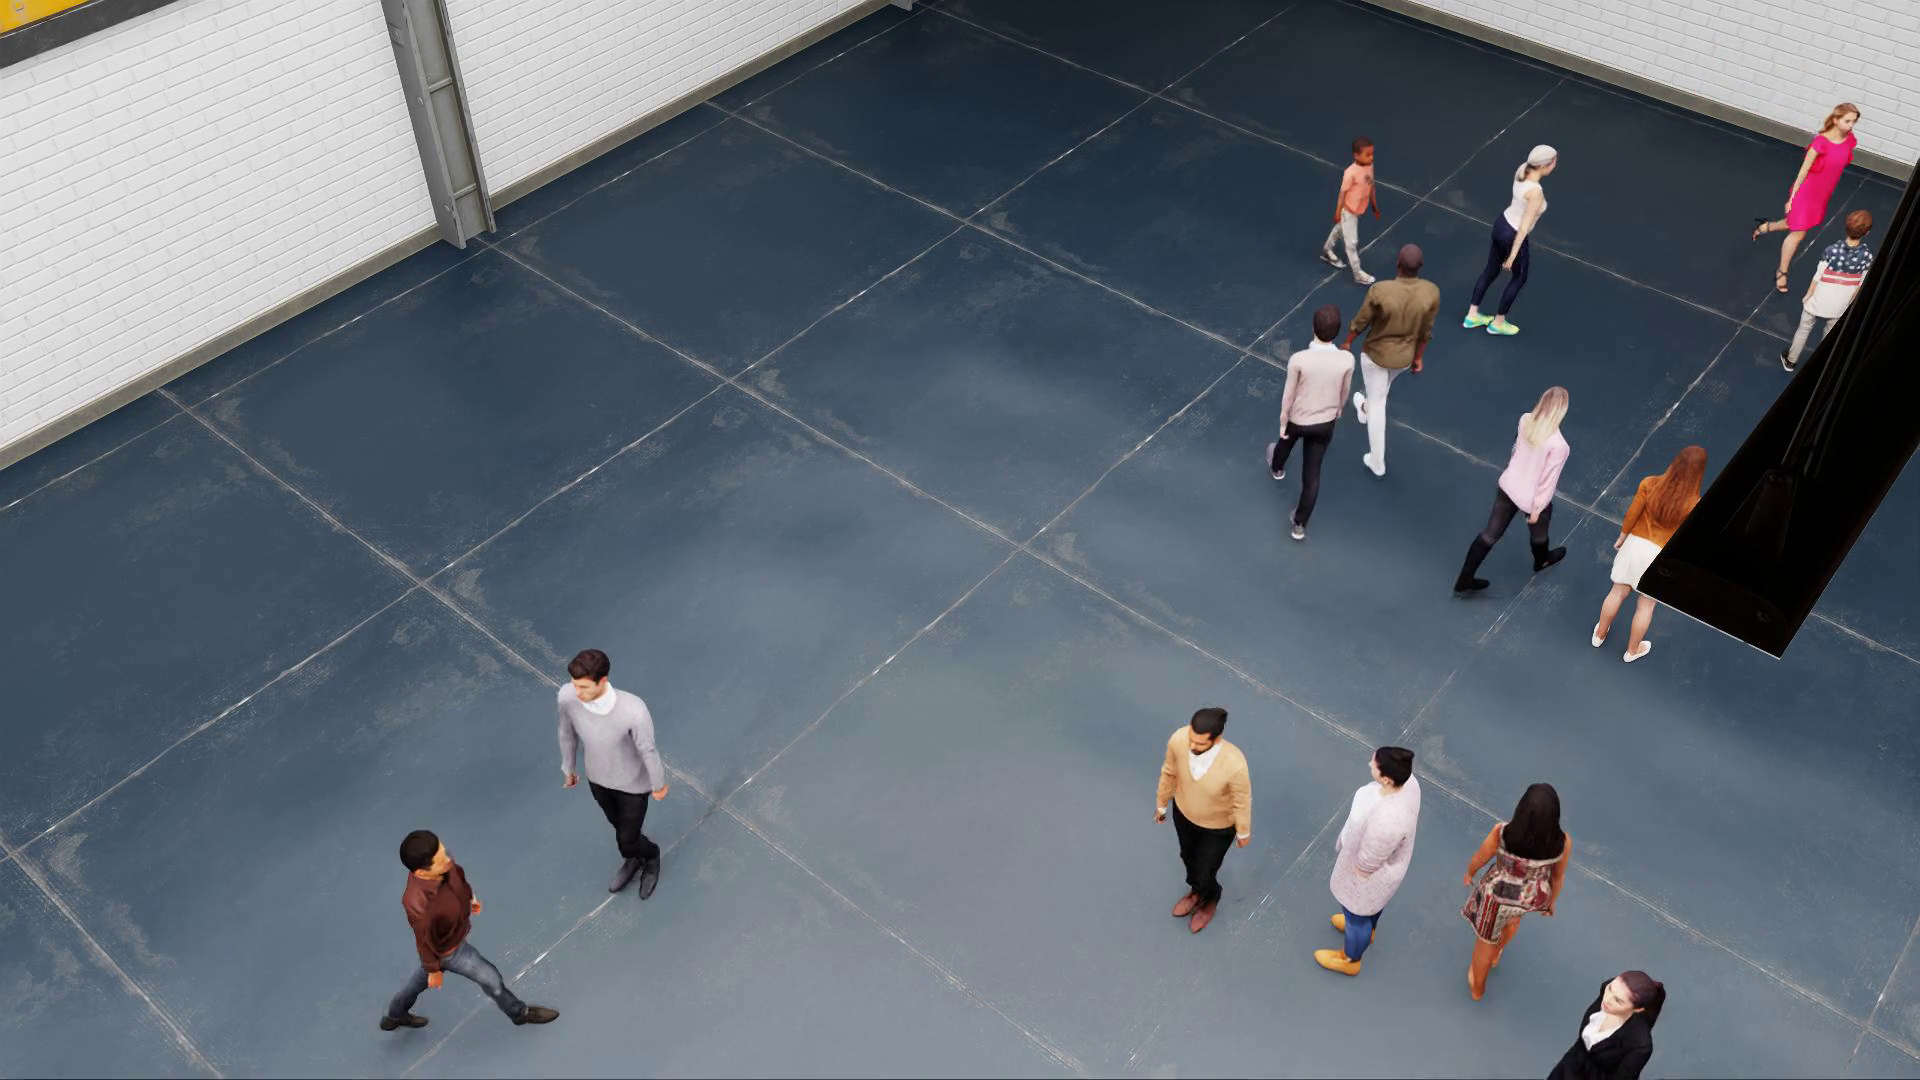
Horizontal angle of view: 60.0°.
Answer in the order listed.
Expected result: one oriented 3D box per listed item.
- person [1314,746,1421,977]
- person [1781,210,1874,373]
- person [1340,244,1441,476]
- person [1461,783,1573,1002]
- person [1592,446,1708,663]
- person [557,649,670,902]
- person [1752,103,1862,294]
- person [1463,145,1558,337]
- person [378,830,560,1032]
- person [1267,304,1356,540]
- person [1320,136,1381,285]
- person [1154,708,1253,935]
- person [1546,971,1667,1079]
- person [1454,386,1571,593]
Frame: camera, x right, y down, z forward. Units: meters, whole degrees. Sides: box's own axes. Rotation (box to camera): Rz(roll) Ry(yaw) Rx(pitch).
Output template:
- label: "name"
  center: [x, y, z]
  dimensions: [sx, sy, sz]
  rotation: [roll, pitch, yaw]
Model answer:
- label: "person"
  center: [2.242, 1.705, 8.947]
  dimensions: [0.809, 1.743, 0.662]
  rotation: [18, 46, 18]
- label: "person"
  center: [6.809, -1.927, 12.981]
  dimensions: [0.582, 1.438, 0.580]
  rotation: [12, 45, 12]
- label: "person"
  center: [3.111, -1.278, 12.044]
  dimensions: [1.199, 1.790, 1.231]
  rotation: [-6, 44, -6]
- label: "person"
  center: [2.920, 1.934, 8.789]
  dimensions: [0.808, 1.629, 0.866]
  rotation: [7, 44, 7]
- label: "person"
  center: [4.433, 0.086, 10.663]
  dimensions: [0.620, 1.720, 0.547]
  rotation: [31, 52, 28]
- label: "person"
  center: [-1.864, 1.245, 9.308]
  dimensions: [0.824, 1.911, 0.753]
  rotation: [18, 47, 18]
- label: "person"
  center: [7.006, -2.905, 13.814]
  dimensions: [0.940, 1.705, 0.929]
  rotation: [-11, 45, -11]
- label: "person"
  center: [4.390, -2.390, 13.282]
  dimensions: [0.796, 1.692, 0.741]
  rotation: [-7, 44, -7]
- label: "person"
  center: [-2.739, 2.075, 8.569]
  dimensions: [1.233, 1.730, 1.166]
  rotation: [-5, 44, -5]
- label: "person"
  center: [2.444, -0.771, 11.528]
  dimensions: [1.069, 1.768, 1.193]
  rotation: [1, 44, 1]
- label: "person"
  center: [3.265, -2.836, 14.049]
  dimensions: [0.834, 1.281, 0.648]
  rotation: [-31, 52, -28]
- label: "person"
  center: [1.400, 1.474, 9.194]
  dimensions: [0.695, 1.737, 0.615]
  rotation: [31, 52, 28]
- label: "person"
  center: [3.198, 2.611, 8.085]
  dimensions: [1.149, 1.621, 1.029]
  rotation: [-8, 44, -8]
- label: "person"
  center: [3.686, -0.278, 11.108]
  dimensions: [1.209, 1.634, 0.950]
  rotation: [-16, 46, -16]
